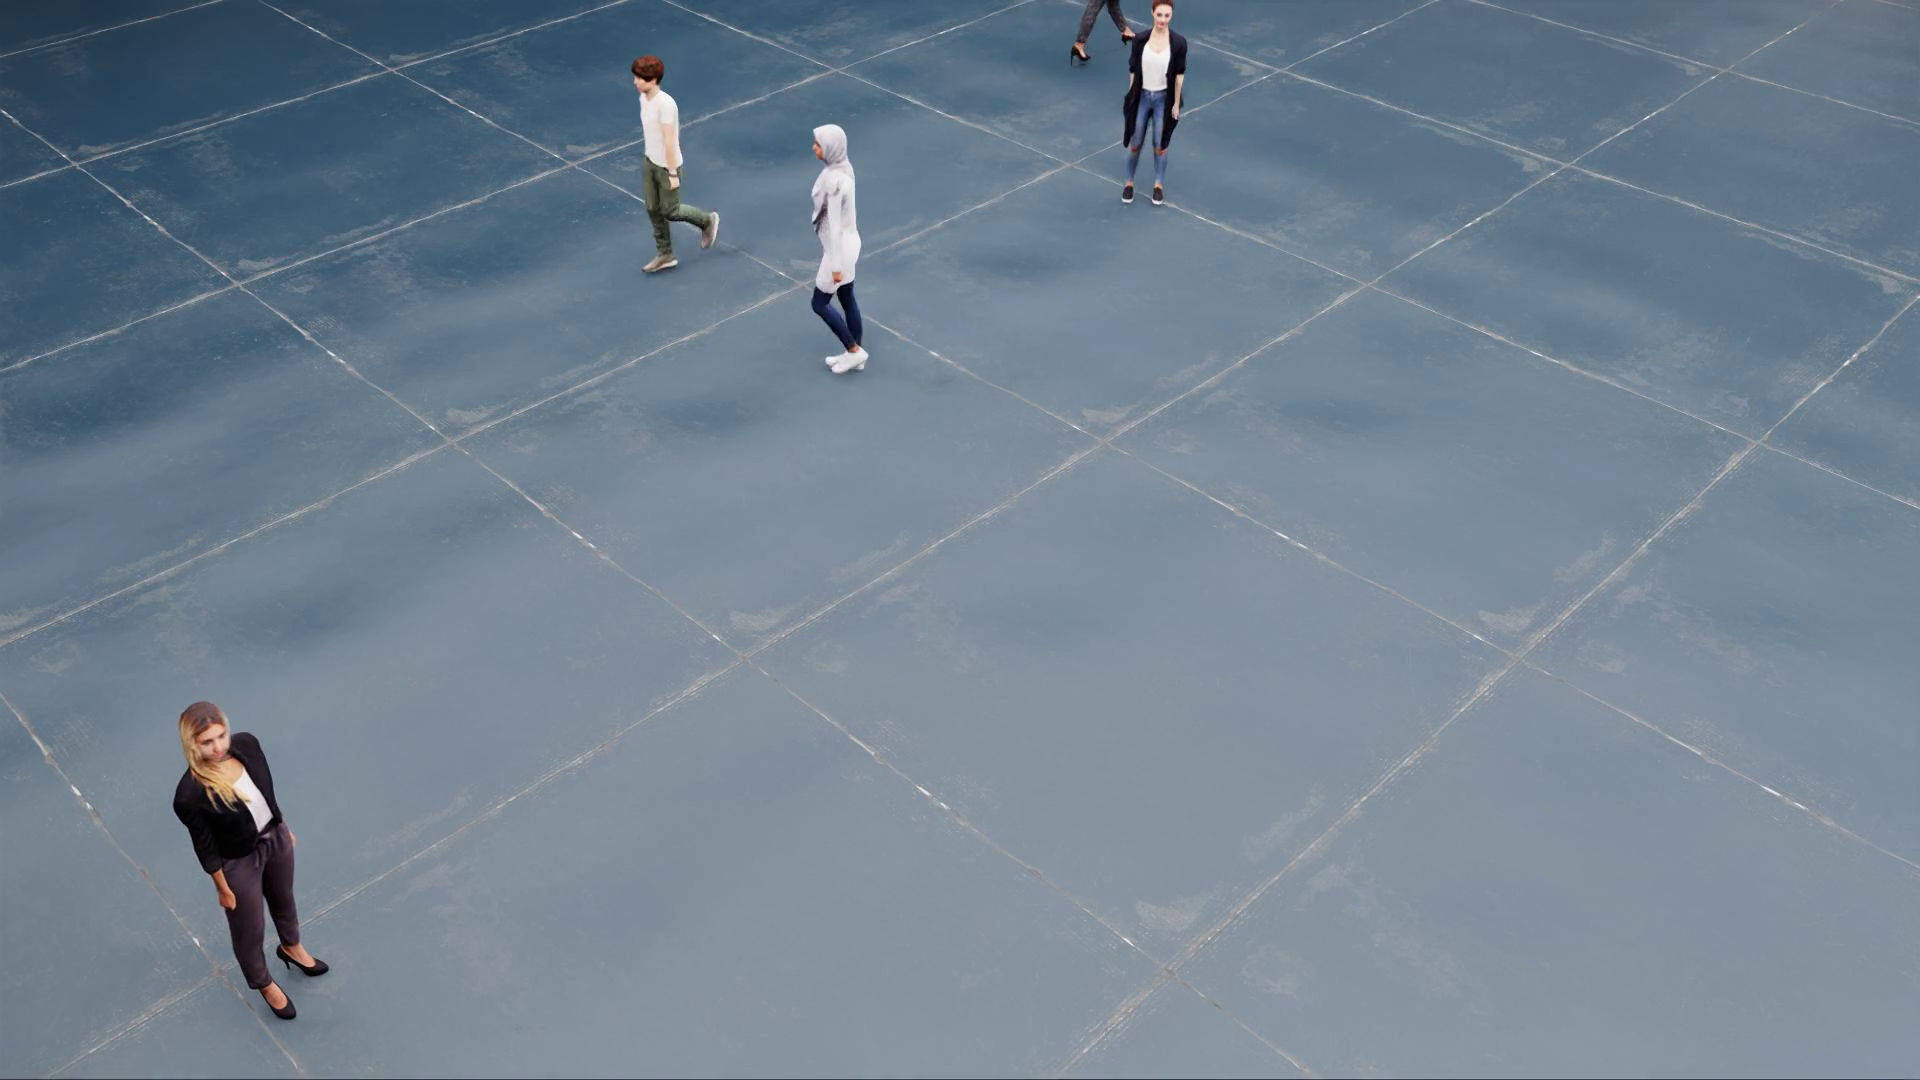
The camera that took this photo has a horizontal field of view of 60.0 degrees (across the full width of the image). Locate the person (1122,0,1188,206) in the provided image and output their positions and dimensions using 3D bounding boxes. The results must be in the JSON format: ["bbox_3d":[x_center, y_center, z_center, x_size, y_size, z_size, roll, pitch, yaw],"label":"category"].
[{"bbox_3d":[1.551,-3.496,13.178,0.730,1.678,0.750,8,38,11],"label":"person"}]

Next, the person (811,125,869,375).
[{"bbox_3d":[-0.711,-1.892,10.995,0.791,1.767,0.712,5,37,6],"label":"person"}]

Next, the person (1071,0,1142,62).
[{"bbox_3d":[1.293,-5.256,15.504,1.146,1.665,0.774,-23,43,-28],"label":"person"}]

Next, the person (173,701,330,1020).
[{"bbox_3d":[-2.934,1.311,6.862,0.734,1.670,0.613,12,39,15],"label":"person"}]

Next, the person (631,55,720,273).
[{"bbox_3d":[-2.118,-2.772,12.258,0.884,1.639,0.586,-28,46,-32],"label":"person"}]
